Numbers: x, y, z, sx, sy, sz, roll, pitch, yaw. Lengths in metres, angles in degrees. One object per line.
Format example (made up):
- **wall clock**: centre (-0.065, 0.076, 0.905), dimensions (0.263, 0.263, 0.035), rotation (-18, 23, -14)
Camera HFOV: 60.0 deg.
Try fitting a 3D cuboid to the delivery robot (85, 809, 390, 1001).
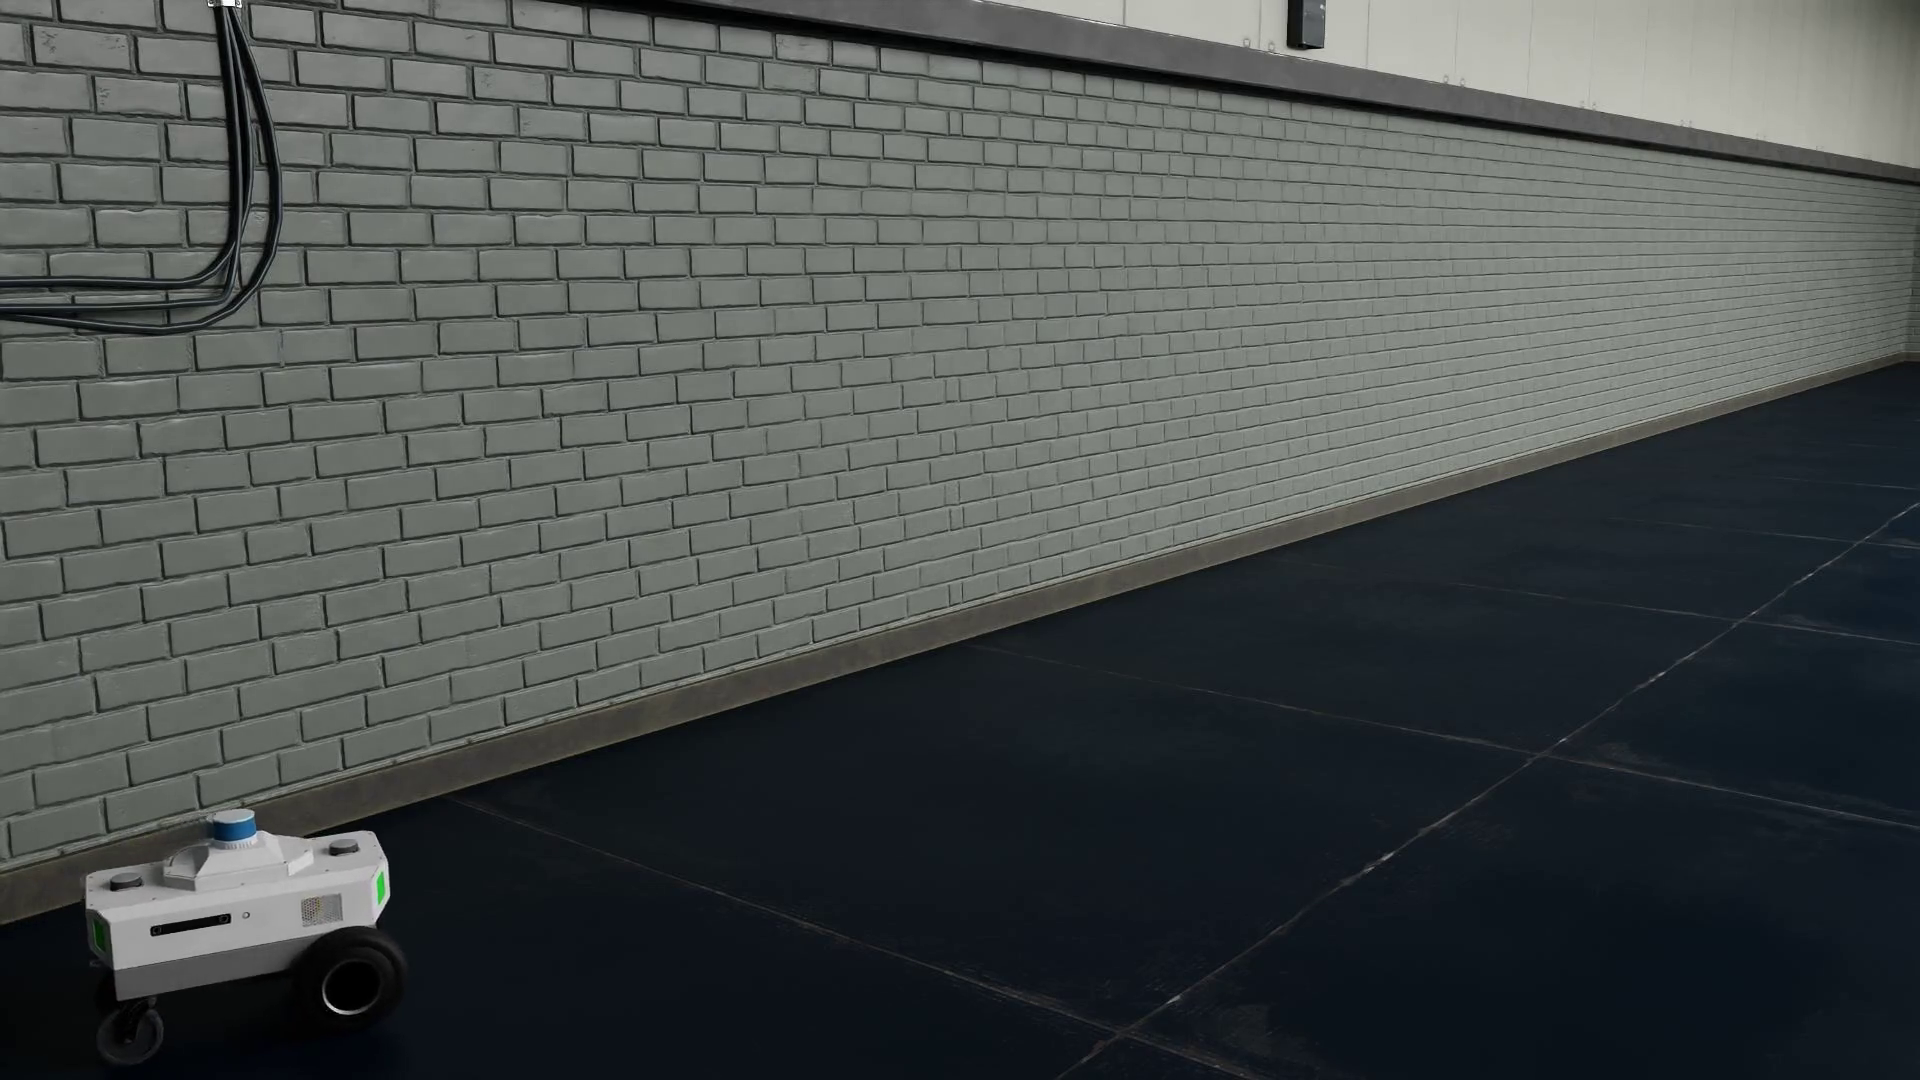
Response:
- **delivery robot**: centre (-1.857, 0.938, 4.290), dimensions (0.707, 0.478, 0.477), rotation (-5, 12, -27)
